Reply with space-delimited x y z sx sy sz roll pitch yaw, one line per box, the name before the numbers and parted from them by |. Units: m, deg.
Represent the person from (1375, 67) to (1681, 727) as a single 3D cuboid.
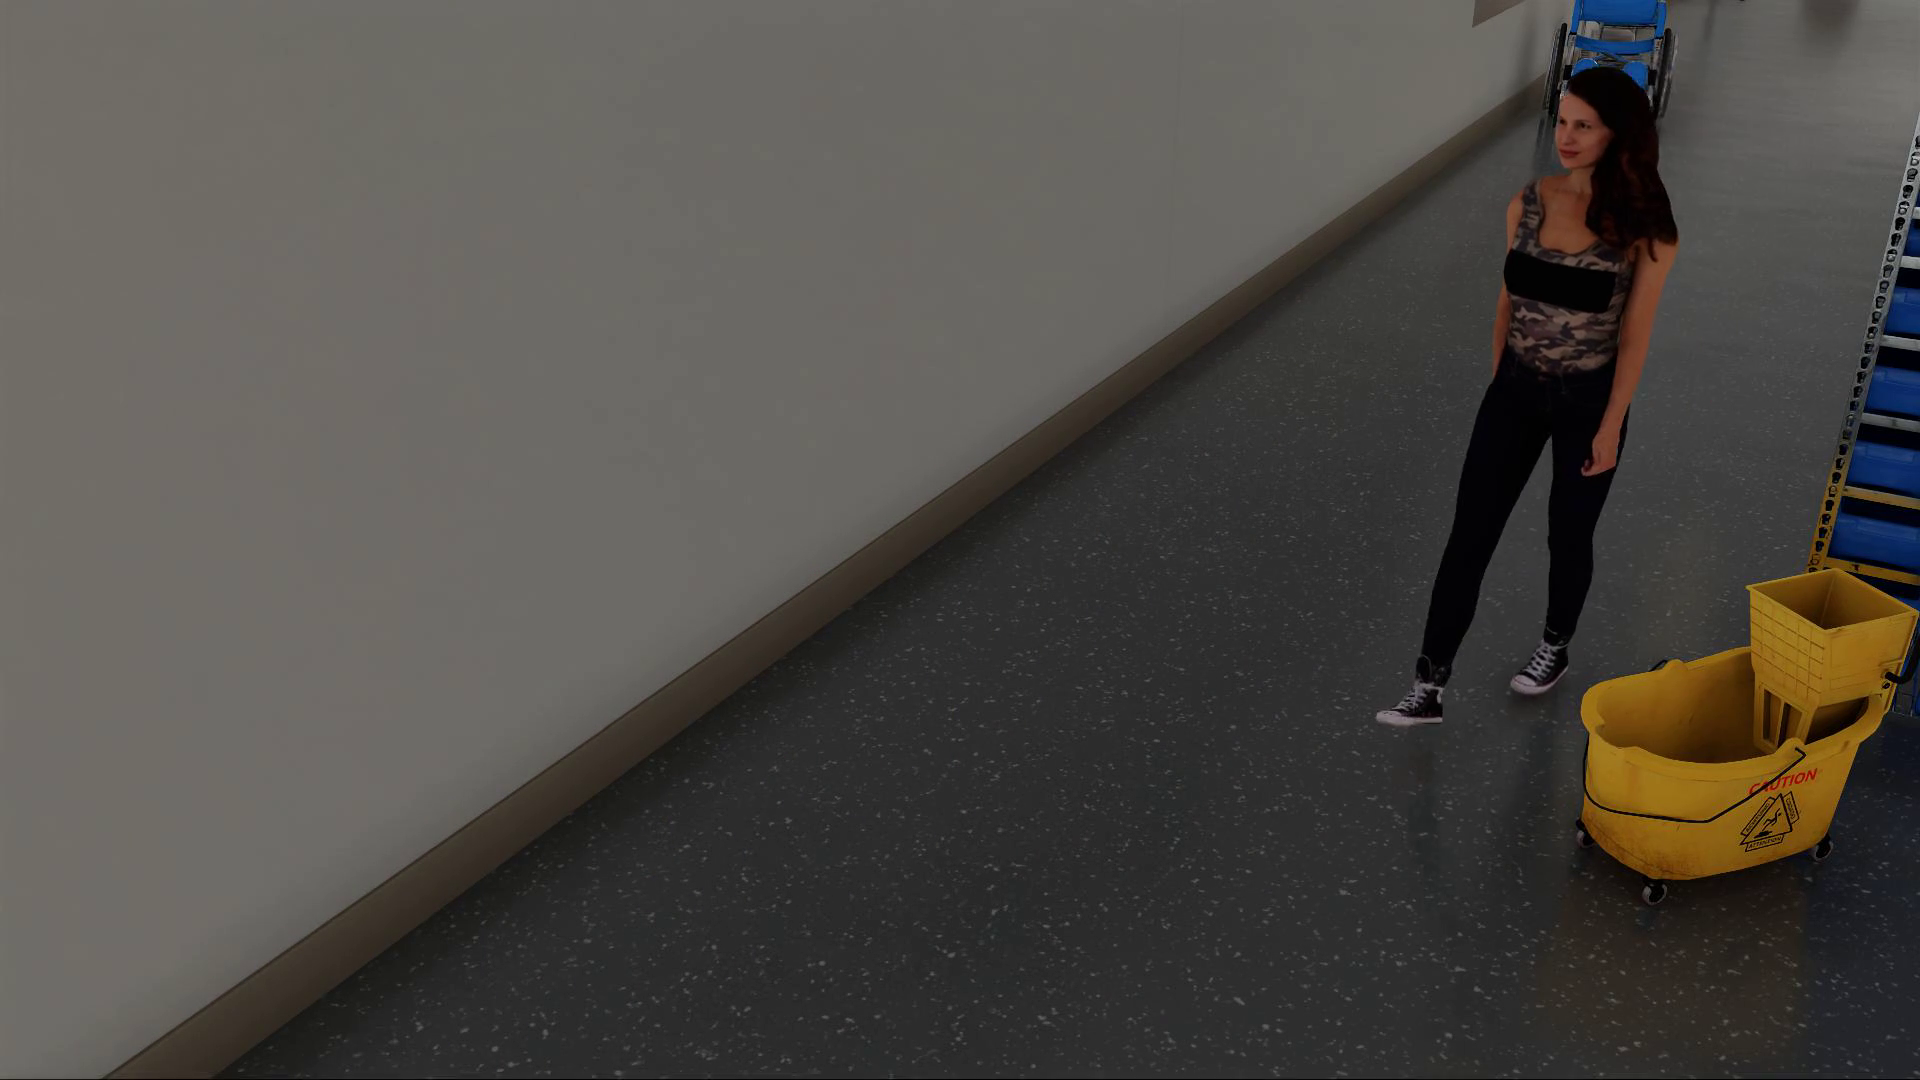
person | 1.617 -0.341 4.367 1.032 1.739 0.814 21 33 37
